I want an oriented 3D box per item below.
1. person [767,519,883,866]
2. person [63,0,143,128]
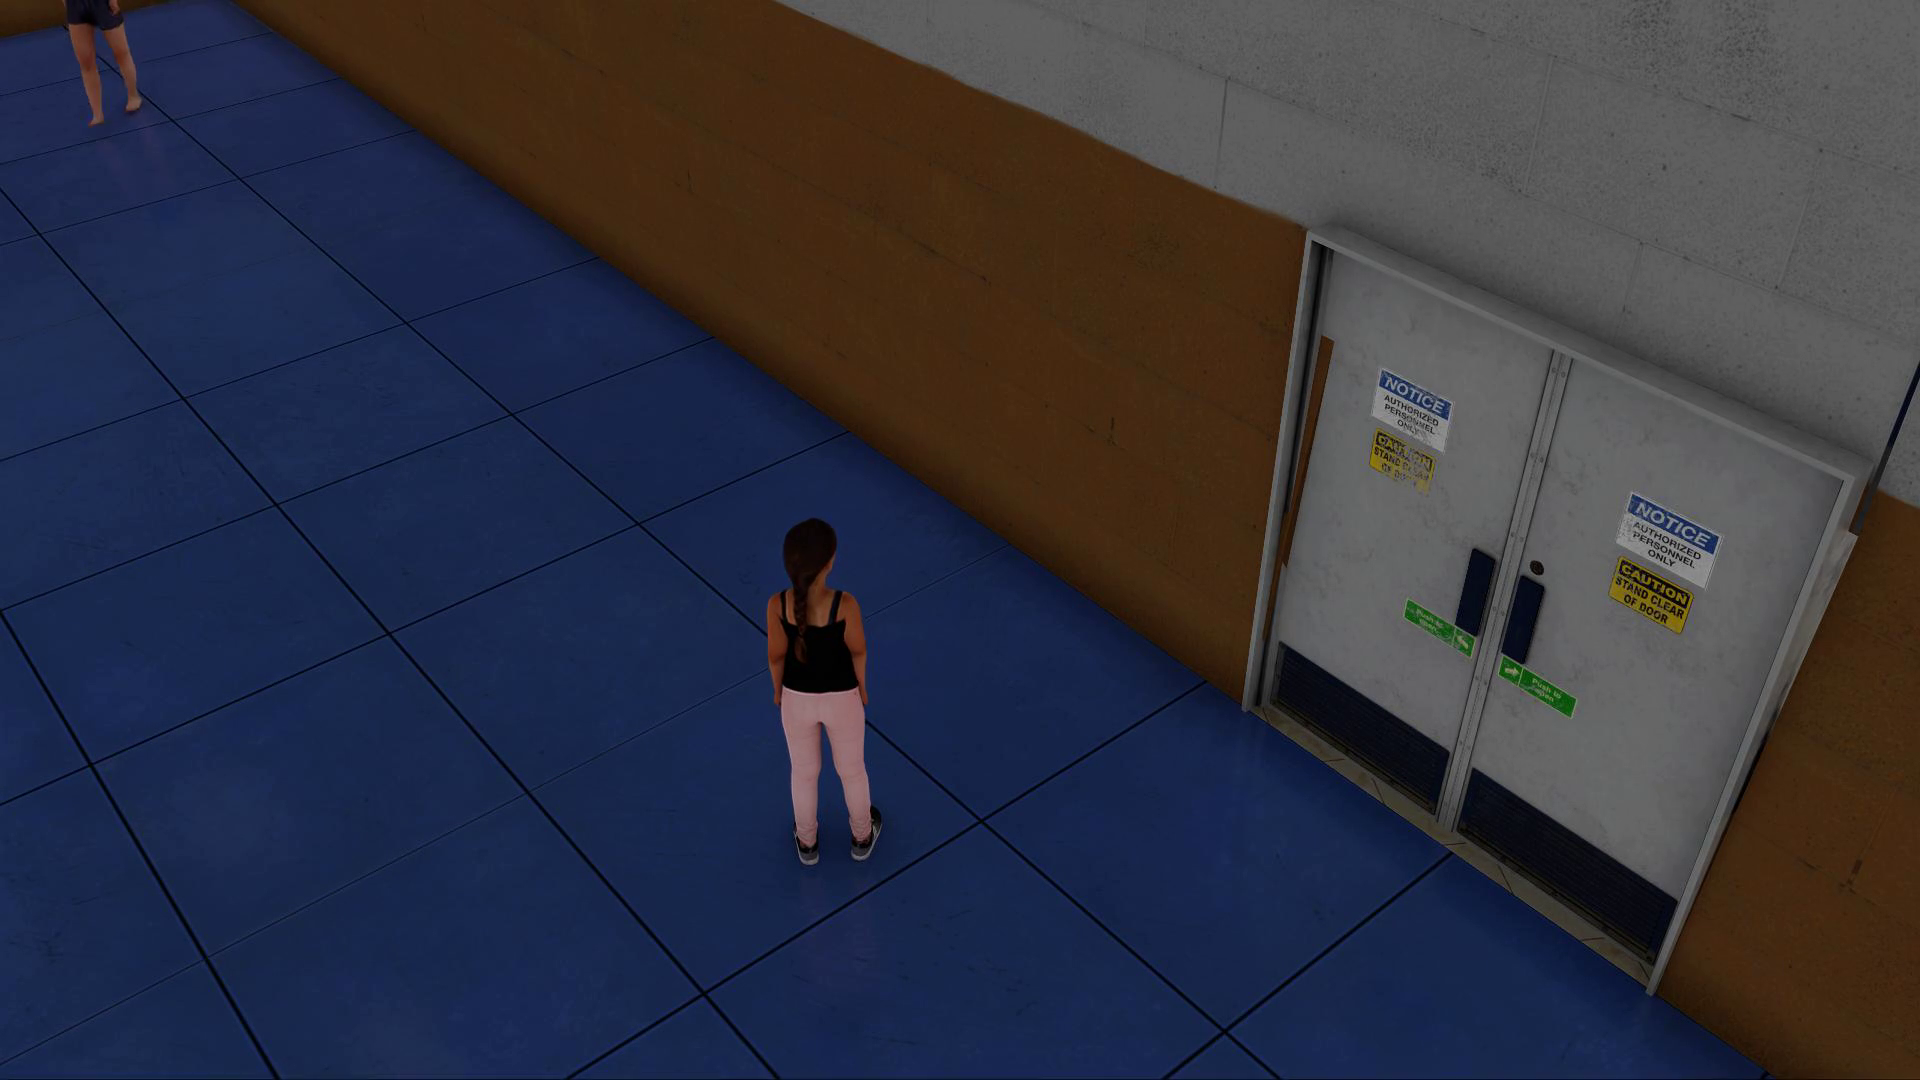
[{"bbox_3d":[-0.513,0.589,6.186,0.612,1.563,0.680,0,37,1],"label":"person"},{"bbox_3d":[-6.282,-3.893,12.106,0.948,1.624,0.922,-6,37,-8],"label":"person"}]
